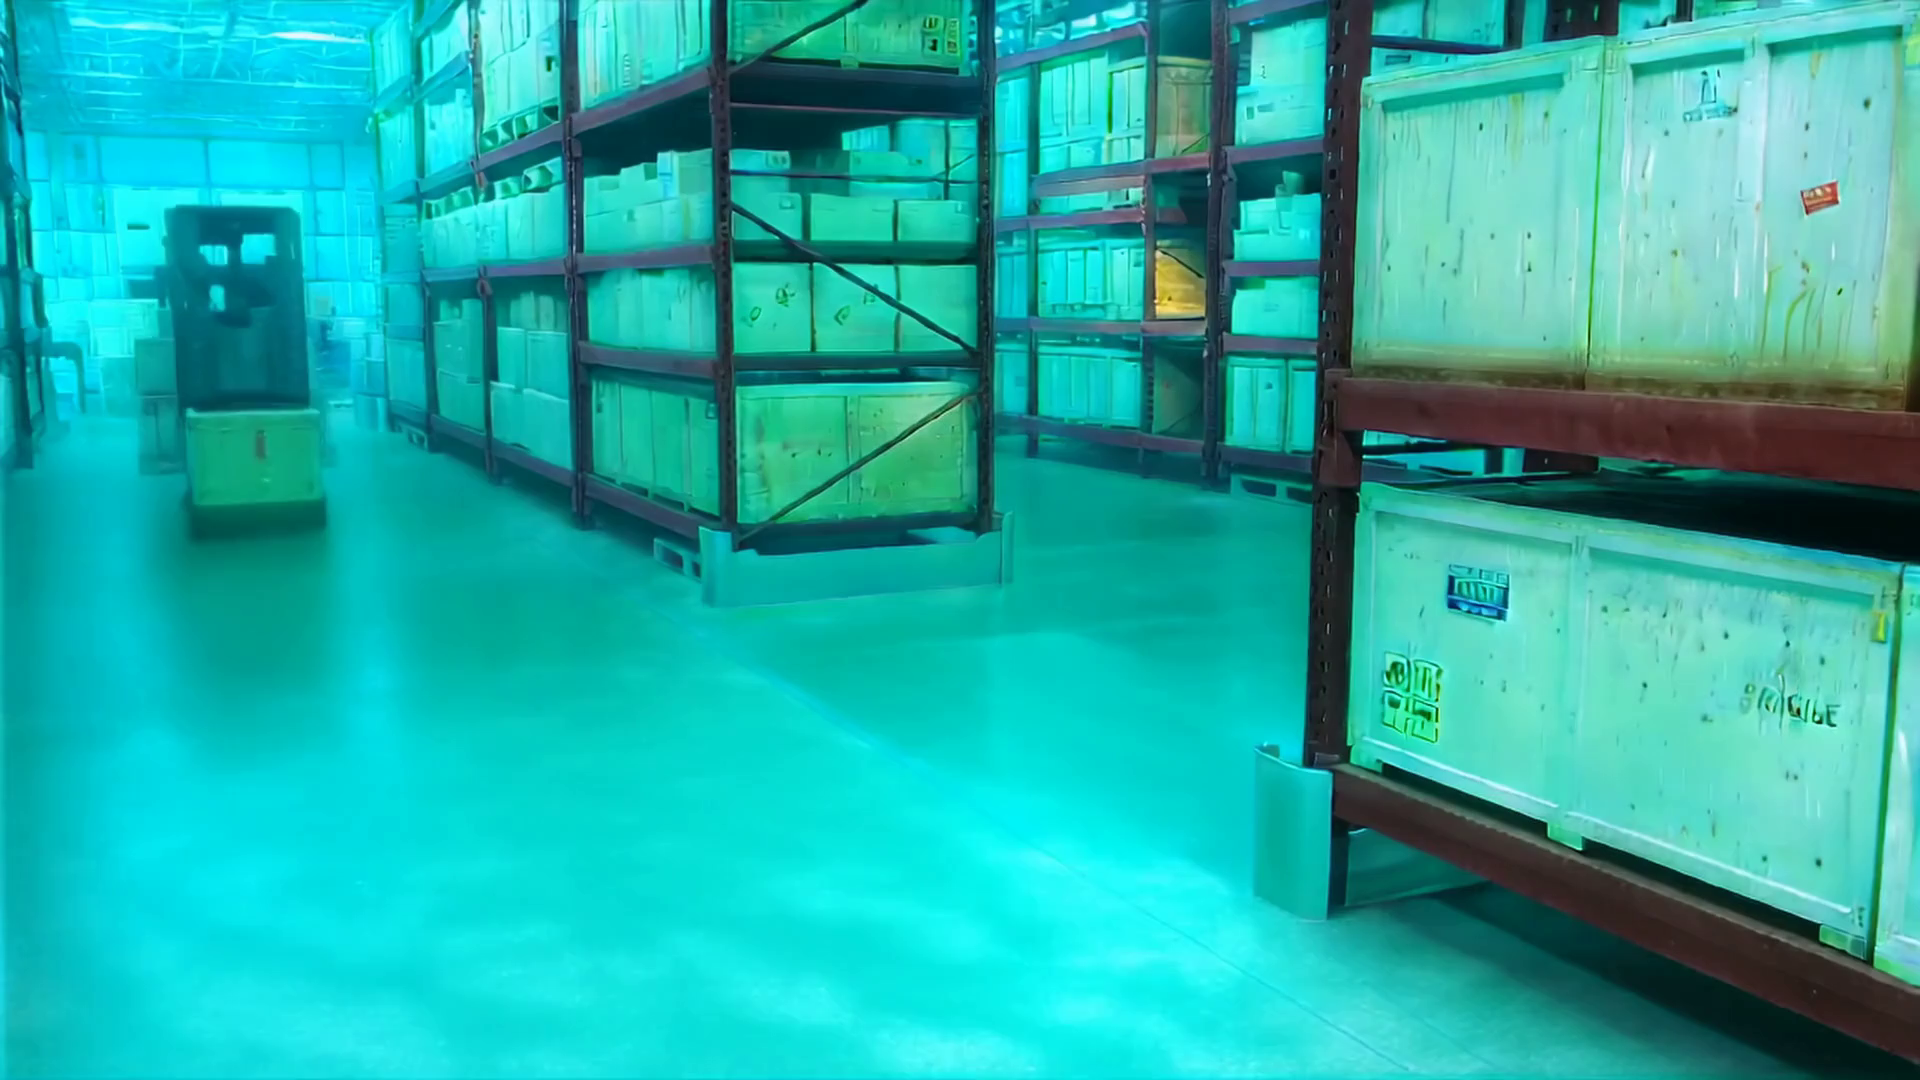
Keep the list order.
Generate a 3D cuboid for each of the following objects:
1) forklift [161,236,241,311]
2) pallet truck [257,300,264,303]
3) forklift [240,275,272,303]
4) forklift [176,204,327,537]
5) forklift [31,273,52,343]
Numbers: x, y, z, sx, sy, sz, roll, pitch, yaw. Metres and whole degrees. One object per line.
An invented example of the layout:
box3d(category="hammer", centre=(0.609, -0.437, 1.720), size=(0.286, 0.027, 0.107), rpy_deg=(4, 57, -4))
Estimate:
box3d(category="forklift", centre=(-9.865, -2.569, 21.800), size=(1.129, 2.768, 1.873), rpy_deg=(-4, 9, -26))
box3d(category="pallet truck", centre=(-23.913, -7.404, 58.171), size=(1.885, 1.965, 0.823), rpy_deg=(-1, 8, -9))
box3d(category="forklift", centre=(-17.112, -5.252, 40.304), size=(1.129, 2.768, 1.873), rpy_deg=(-4, 9, -26))
box3d(category="forklift", centre=(-6.273, -1.522, 14.584), size=(1.129, 2.768, 1.873), rpy_deg=(-4, 9, -26))
box3d(category="forklift", centre=(-28.341, -6.758, 50.689), size=(1.873, 2.768, 1.129), rpy_deg=(4, 9, 24))
